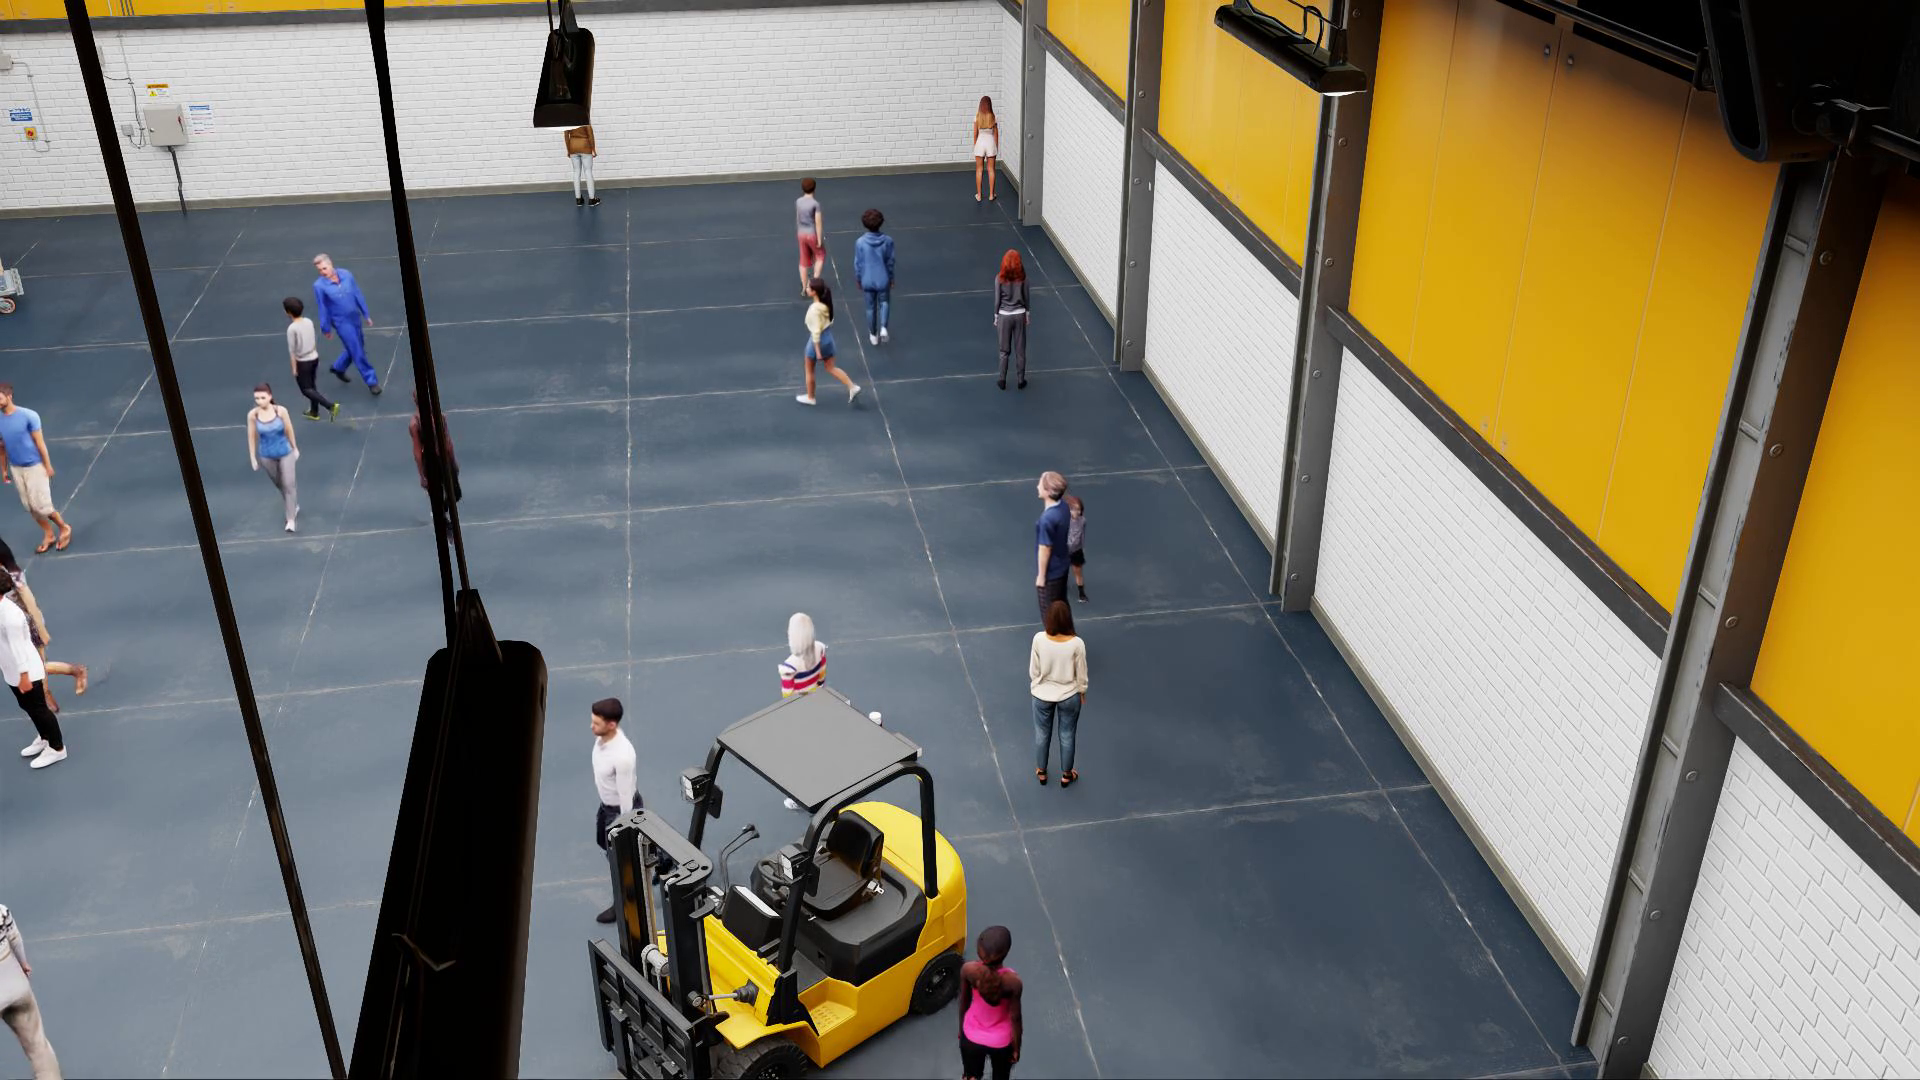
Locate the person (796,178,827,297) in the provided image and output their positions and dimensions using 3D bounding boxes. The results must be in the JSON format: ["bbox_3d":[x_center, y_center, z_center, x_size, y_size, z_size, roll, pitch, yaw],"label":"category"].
[{"bbox_3d":[-2.142,-4.180,23.132,0.739,1.635,0.792,12,31,20],"label":"person"}]

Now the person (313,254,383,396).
[{"bbox_3d":[-7.484,-2.622,20.136,1.149,1.769,1.145,10,30,18],"label":"person"}]

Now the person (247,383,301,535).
[{"bbox_3d":[-7.034,-0.888,17.160,0.579,1.575,0.992,-5,29,-9],"label":"person"}]

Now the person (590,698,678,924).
[{"bbox_3d":[-2.335,1.874,11.808,0.827,1.850,0.903,-13,31,-22],"label":"person"}]

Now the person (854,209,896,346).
[{"bbox_3d":[-1.083,-3.348,21.435,0.689,1.799,0.693,-3,29,-6],"label":"person"}]

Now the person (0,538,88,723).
[{"bbox_3d":[-7.857,0.702,14.092,0.876,1.721,0.955,14,31,23],"label":"person"}]

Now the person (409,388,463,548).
[{"bbox_3d":[-5.342,-0.768,16.760,0.861,1.747,0.799,21,35,34],"label":"person"}]

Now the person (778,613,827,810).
[{"bbox_3d":[-1.129,1.386,12.760,0.841,1.796,0.790,21,35,33],"label":"person"}]

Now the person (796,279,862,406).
[{"bbox_3d":[-1.575,-2.318,19.749,1.050,1.605,1.088,11,31,20],"label":"person"}]

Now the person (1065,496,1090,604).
[{"bbox_3d":[1.038,0.048,15.958,0.542,1.083,0.755,-9,30,-16],"label":"person"}]

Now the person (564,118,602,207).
[{"bbox_3d":[-6.132,-6.313,26.853,0.703,1.816,0.639,4,29,7],"label":"person"}]

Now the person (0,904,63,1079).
[{"bbox_3d":[-5.819,2.820,10.099,1.139,1.826,1.054,23,36,36],"label":"person"}]

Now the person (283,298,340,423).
[{"bbox_3d":[-7.564,-2.059,19.347,0.879,1.534,0.905,10,30,18],"label":"person"}]

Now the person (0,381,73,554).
[{"bbox_3d":[-9.287,-0.776,16.664,0.741,1.851,0.760,4,29,8],"label":"person"}]

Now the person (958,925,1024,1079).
[{"bbox_3d":[0.141,3.016,9.863,0.810,1.707,0.984,9,30,16],"label":"person"}]

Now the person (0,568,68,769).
[{"bbox_3d":[-7.593,1.008,13.441,0.687,1.807,0.766,22,36,35],"label":"person"}]

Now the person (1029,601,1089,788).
[{"bbox_3d":[0.767,1.222,13.181,0.695,1.681,0.676,7,29,13],"label":"person"}]

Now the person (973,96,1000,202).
[{"bbox_3d":[0.416,-6.395,27.127,0.610,1.697,0.603,1,29,1],"label":"person"}]

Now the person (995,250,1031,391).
[{"bbox_3d":[0.633,-2.685,20.240,0.604,1.780,0.548,-1,29,-2],"label":"person"}]

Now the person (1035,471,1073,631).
[{"bbox_3d":[0.835,0.256,14.762,0.824,1.863,0.704,9,30,17],"label":"person"}]
